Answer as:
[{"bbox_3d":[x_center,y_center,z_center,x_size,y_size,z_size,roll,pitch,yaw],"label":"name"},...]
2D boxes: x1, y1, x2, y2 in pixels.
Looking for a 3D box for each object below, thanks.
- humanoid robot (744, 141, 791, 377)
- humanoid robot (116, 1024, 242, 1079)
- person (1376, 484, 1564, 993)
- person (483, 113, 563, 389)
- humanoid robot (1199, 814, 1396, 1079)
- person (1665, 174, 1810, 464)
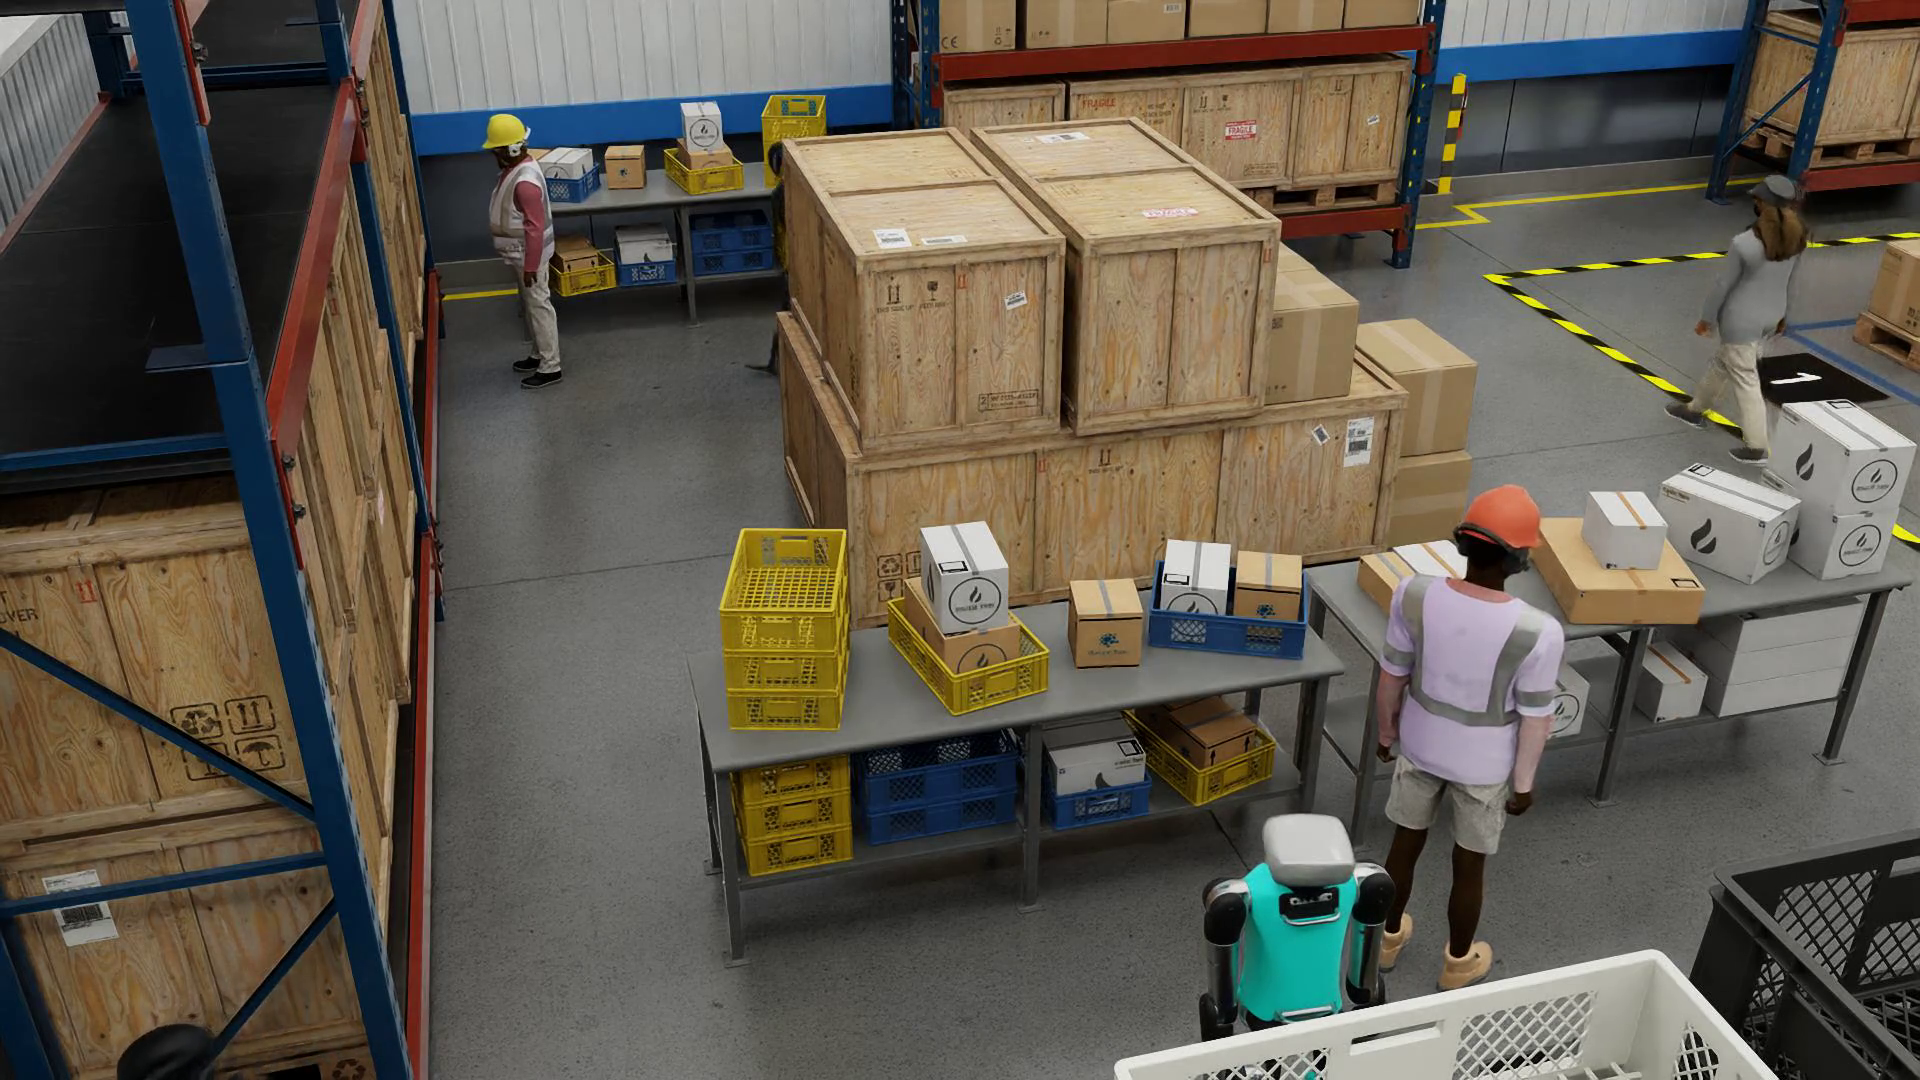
[{"bbox_3d":[-1.081,-1.803,10.964,0.729,1.626,0.619,-7,30,-12],"label":"humanoid robot"},{"bbox_3d":[-1.852,1.860,4.311,0.759,1.621,0.586,-23,36,-35],"label":"humanoid robot"},{"bbox_3d":[1.782,0.738,5.954,0.607,2.031,0.406,19,34,31],"label":"person"},{"bbox_3d":[-2.868,-1.900,10.950,0.404,1.826,0.585,-10,30,-18],"label":"person"},{"bbox_3d":[0.966,1.604,4.578,0.535,1.693,0.738,-5,29,-9],"label":"humanoid robot"},{"bbox_3d":[4.770,-1.358,10.070,0.581,1.723,0.906,-14,32,-23],"label":"person"}]
